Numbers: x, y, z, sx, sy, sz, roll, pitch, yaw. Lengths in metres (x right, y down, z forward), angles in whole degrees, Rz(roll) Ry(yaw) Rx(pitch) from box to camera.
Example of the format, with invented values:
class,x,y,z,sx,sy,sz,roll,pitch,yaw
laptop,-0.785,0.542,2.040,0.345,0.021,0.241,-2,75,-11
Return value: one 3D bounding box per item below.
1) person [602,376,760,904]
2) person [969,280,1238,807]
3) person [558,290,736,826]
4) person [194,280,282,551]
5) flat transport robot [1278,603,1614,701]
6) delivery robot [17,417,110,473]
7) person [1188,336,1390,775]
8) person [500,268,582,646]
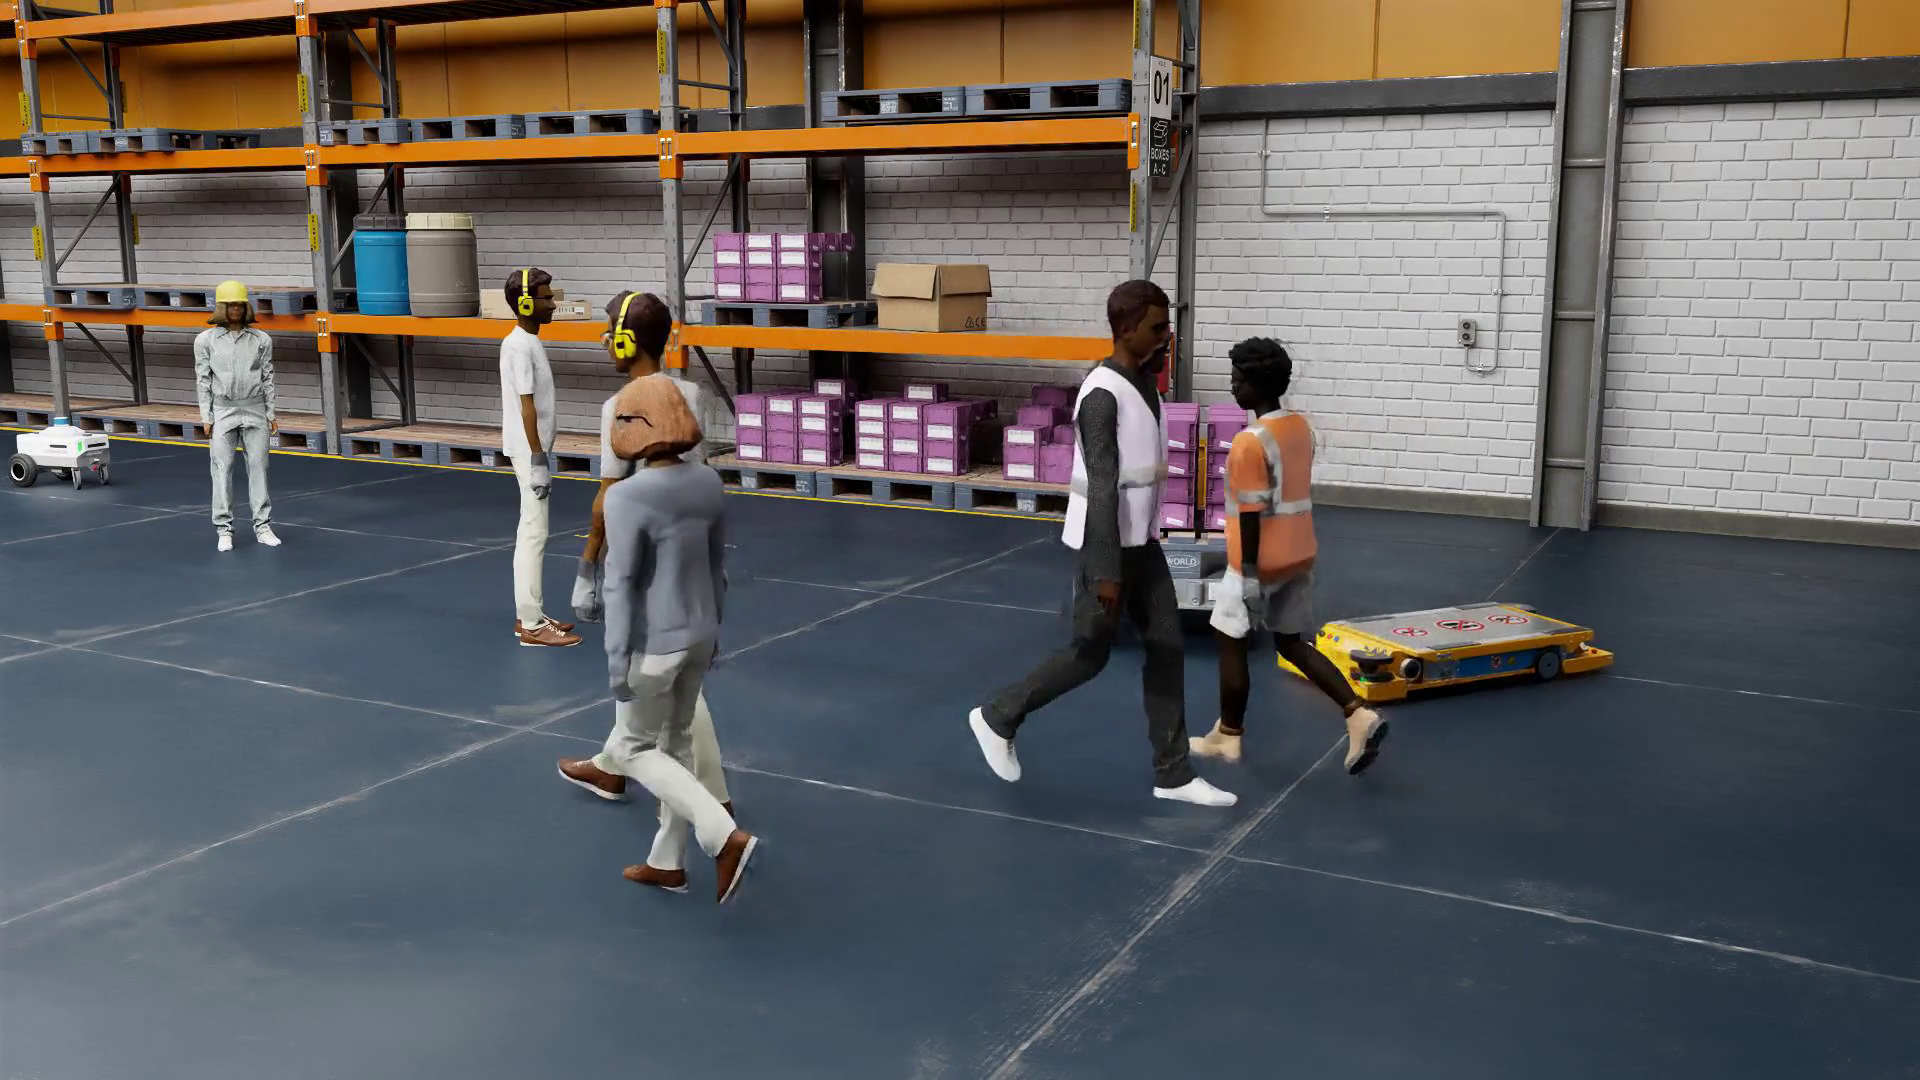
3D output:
class,x,y,z,sx,sy,sz,roll,pitch,yaw
person,-0.833,0.322,4.981,0.547,1.622,0.506,6,12,31
person,0.508,0.012,5.951,0.932,1.887,0.595,5,11,25
person,-1.149,0.075,5.717,0.886,1.833,0.560,4,11,22
person,-4.682,-0.807,10.808,0.487,1.746,0.287,-8,13,-38
flat transport robot,2.256,0.497,7.704,1.431,0.197,0.652,-5,11,-25
delivery robot,-7.302,-0.758,13.547,0.707,0.478,0.477,4,11,18
person,1.208,0.075,6.181,0.749,1.661,0.528,9,14,41
person,-2.102,-0.407,8.273,0.328,1.872,0.513,-3,11,-18
